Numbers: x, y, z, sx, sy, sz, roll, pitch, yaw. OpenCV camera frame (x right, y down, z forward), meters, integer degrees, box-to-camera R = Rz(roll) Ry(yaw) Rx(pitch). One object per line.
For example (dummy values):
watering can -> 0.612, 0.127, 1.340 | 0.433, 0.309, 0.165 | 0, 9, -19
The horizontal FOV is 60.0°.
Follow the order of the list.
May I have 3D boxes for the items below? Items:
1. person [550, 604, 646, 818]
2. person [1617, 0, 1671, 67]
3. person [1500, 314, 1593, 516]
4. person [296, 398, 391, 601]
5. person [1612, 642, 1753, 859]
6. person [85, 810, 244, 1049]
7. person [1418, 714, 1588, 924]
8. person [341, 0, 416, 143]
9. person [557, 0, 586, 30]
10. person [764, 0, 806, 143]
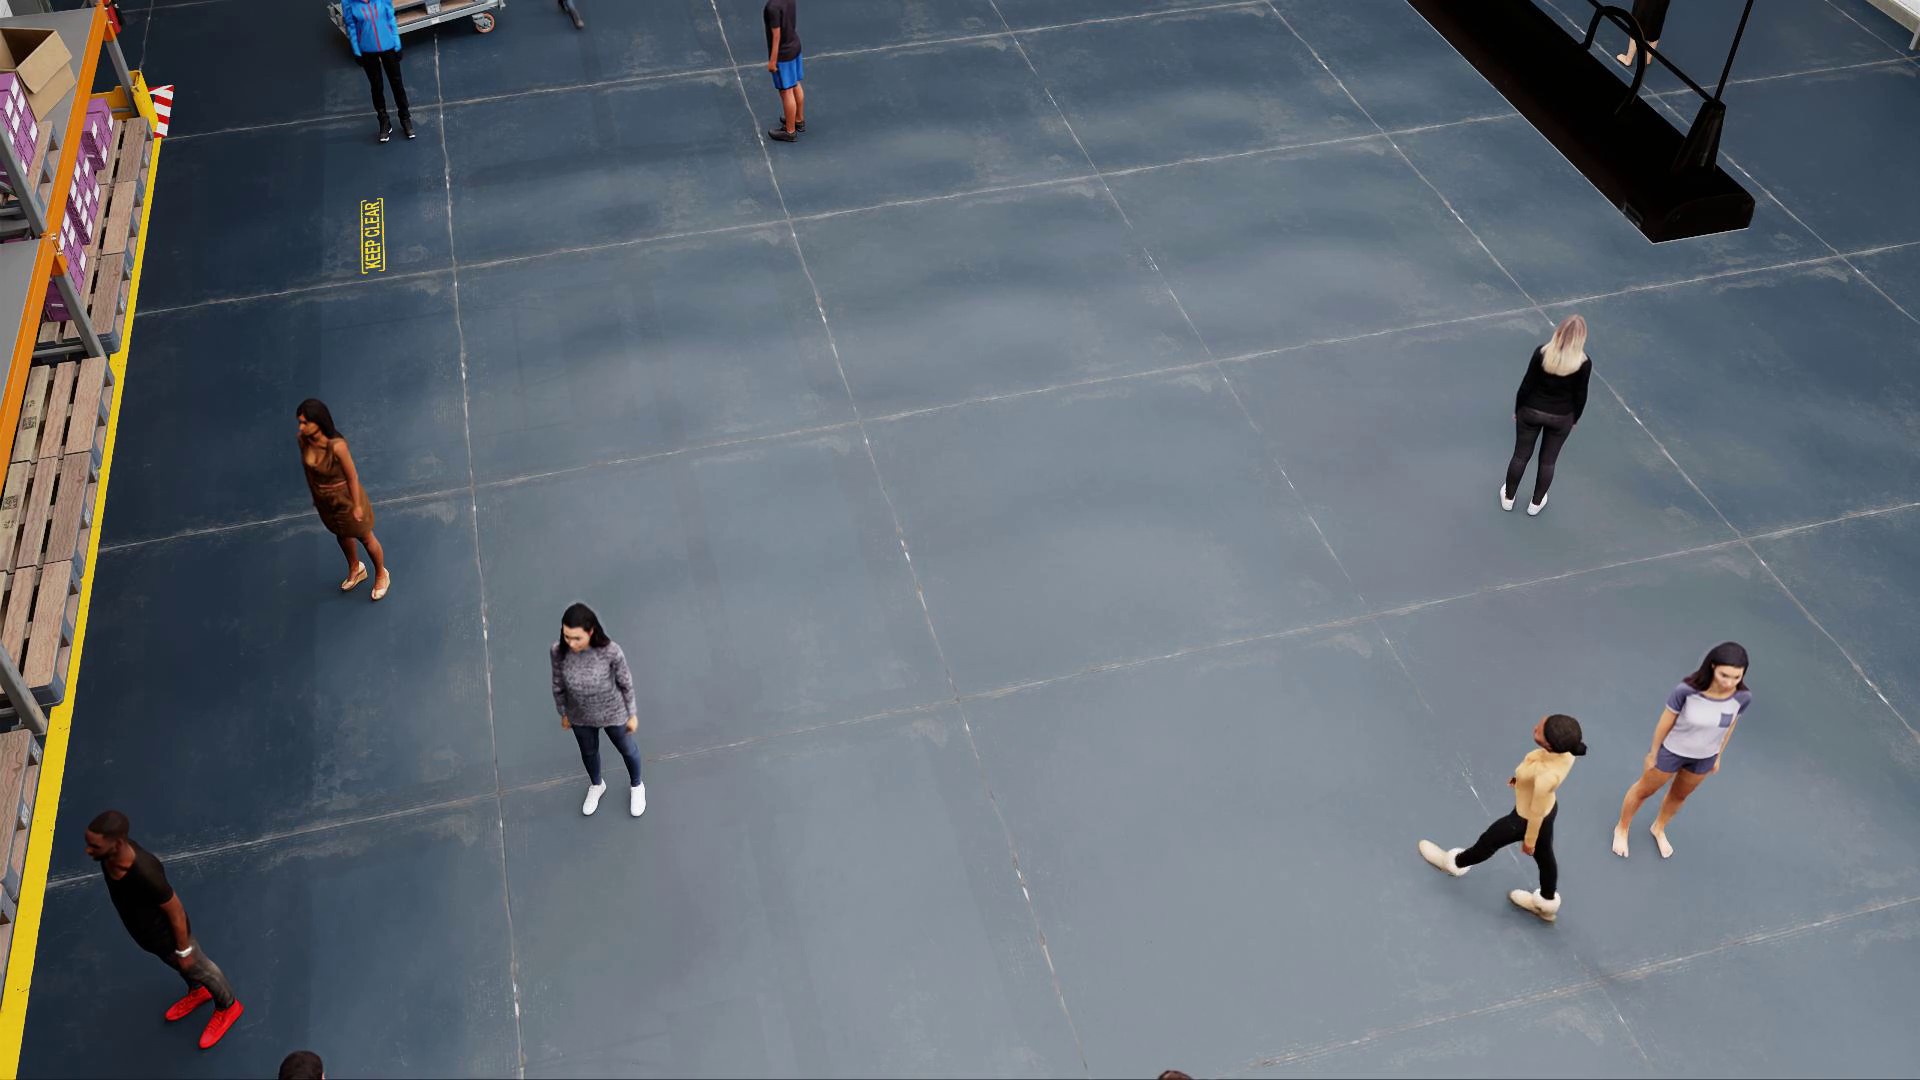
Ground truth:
person -> -2.136, 1.003, 9.860 | 0.678, 1.731, 0.628 | 2, 44, 2
person -> 7.065, -5.590, 16.858 | 0.602, 1.625, 0.618 | -3, 44, -4
person -> 4.179, -0.885, 11.876 | 0.699, 1.685, 0.730 | 16, 46, 16
person -> -4.186, -0.279, 11.236 | 0.640, 1.690, 0.676 | 16, 46, 16
person -> 4.205, 1.215, 9.636 | 0.648, 1.733, 0.624 | 4, 44, 4
person -> -4.204, 2.011, 8.749 | 0.689, 1.805, 0.772 | 26, 49, 24
person -> 3.290, 1.581, 9.337 | 1.152, 1.615, 0.974 | 31, 52, 29
person -> -5.515, -4.652, 15.749 | 0.613, 1.796, 0.513 | -11, 45, -12
person -> -4.247, -6.166, 17.708 | 0.734, 1.288, 0.973 | -27, 50, -26
person -> -1.655, -4.642, 15.737 | 0.773, 1.800, 0.693 | 15, 46, 15
